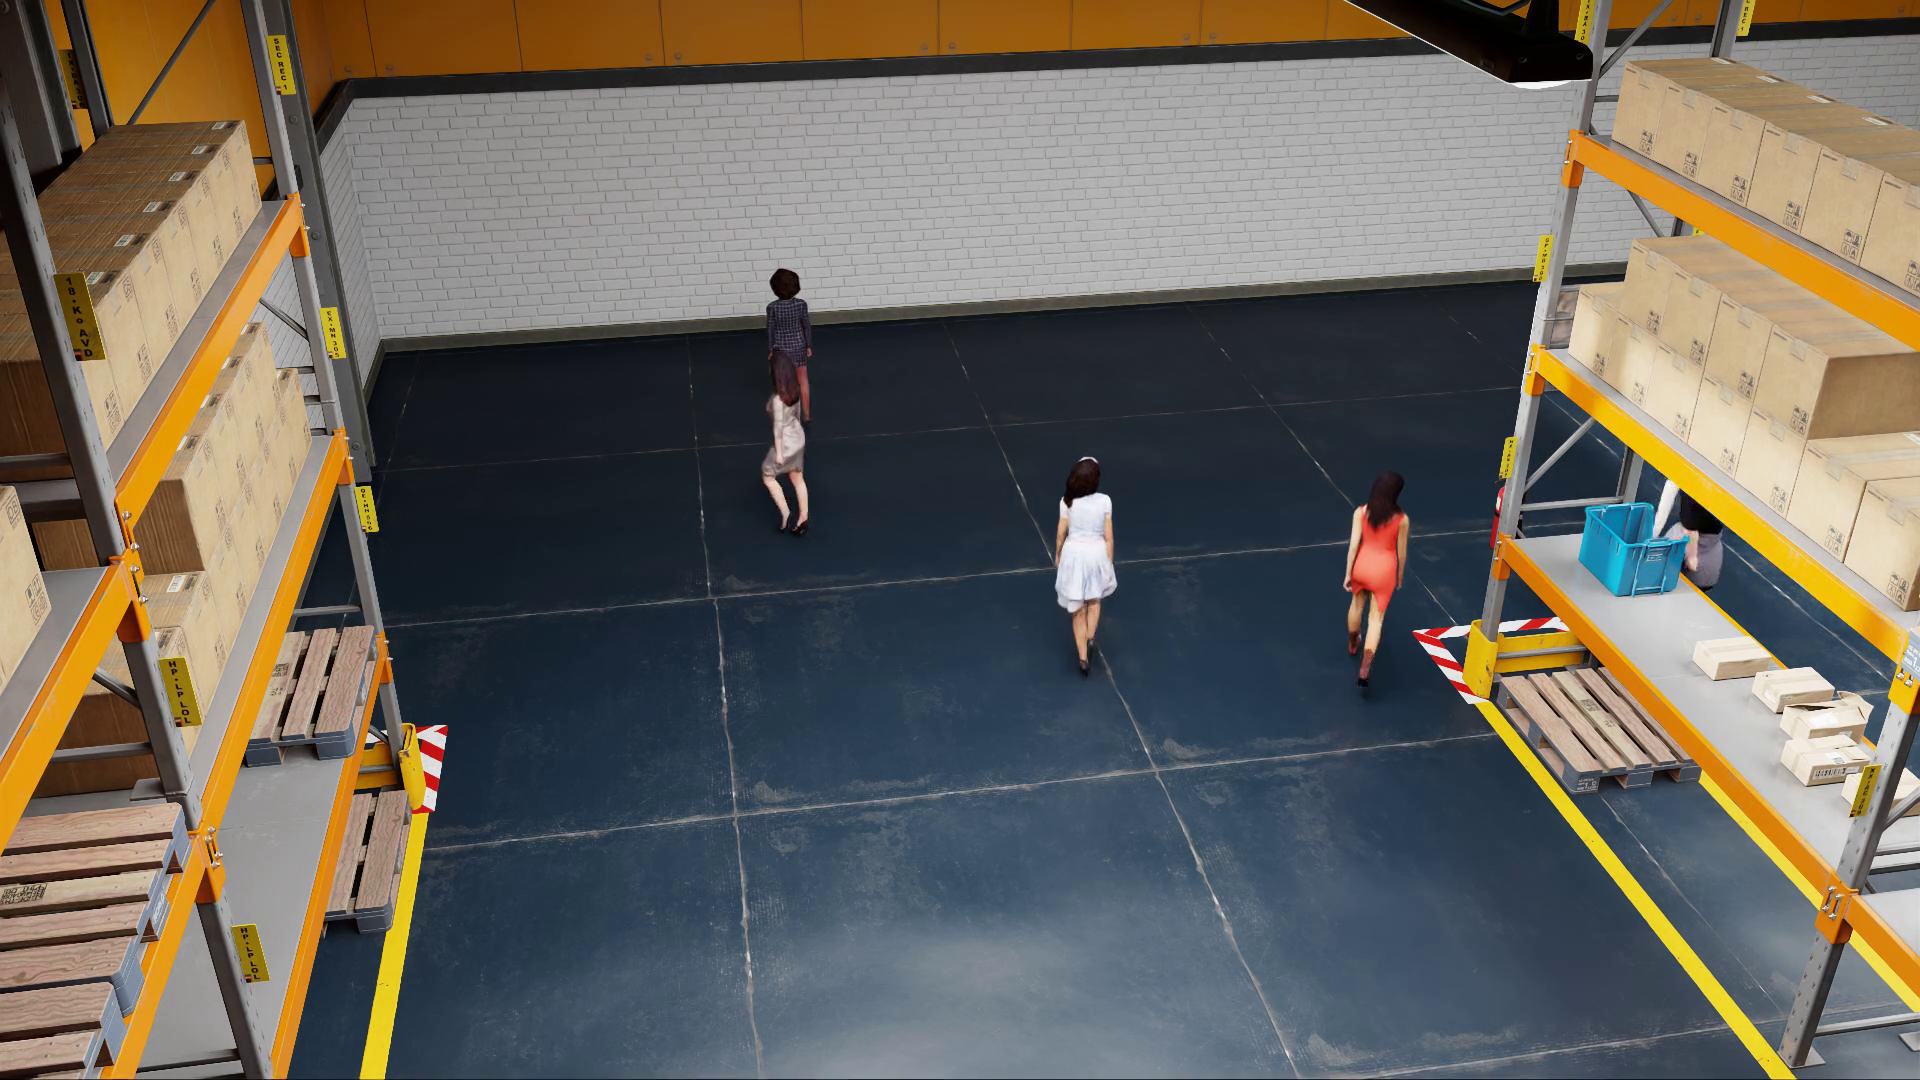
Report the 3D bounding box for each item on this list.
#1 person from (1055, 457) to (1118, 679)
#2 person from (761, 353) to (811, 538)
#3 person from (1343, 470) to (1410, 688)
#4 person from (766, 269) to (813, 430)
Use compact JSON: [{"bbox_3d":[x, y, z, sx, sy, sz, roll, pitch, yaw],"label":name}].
[{"bbox_3d":[0.951,0.262,12.608,0.745,1.800,0.882,1,29,2],"label":"person"},{"bbox_3d":[-1.446,-0.795,14.619,0.813,1.728,0.739,13,31,22],"label":"person"},{"bbox_3d":[3.140,0.314,12.619,0.959,1.697,1.137,11,30,19],"label":"person"},{"bbox_3d":[-1.701,-1.895,16.664,0.634,1.701,0.568,-8,30,-14],"label":"person"}]
